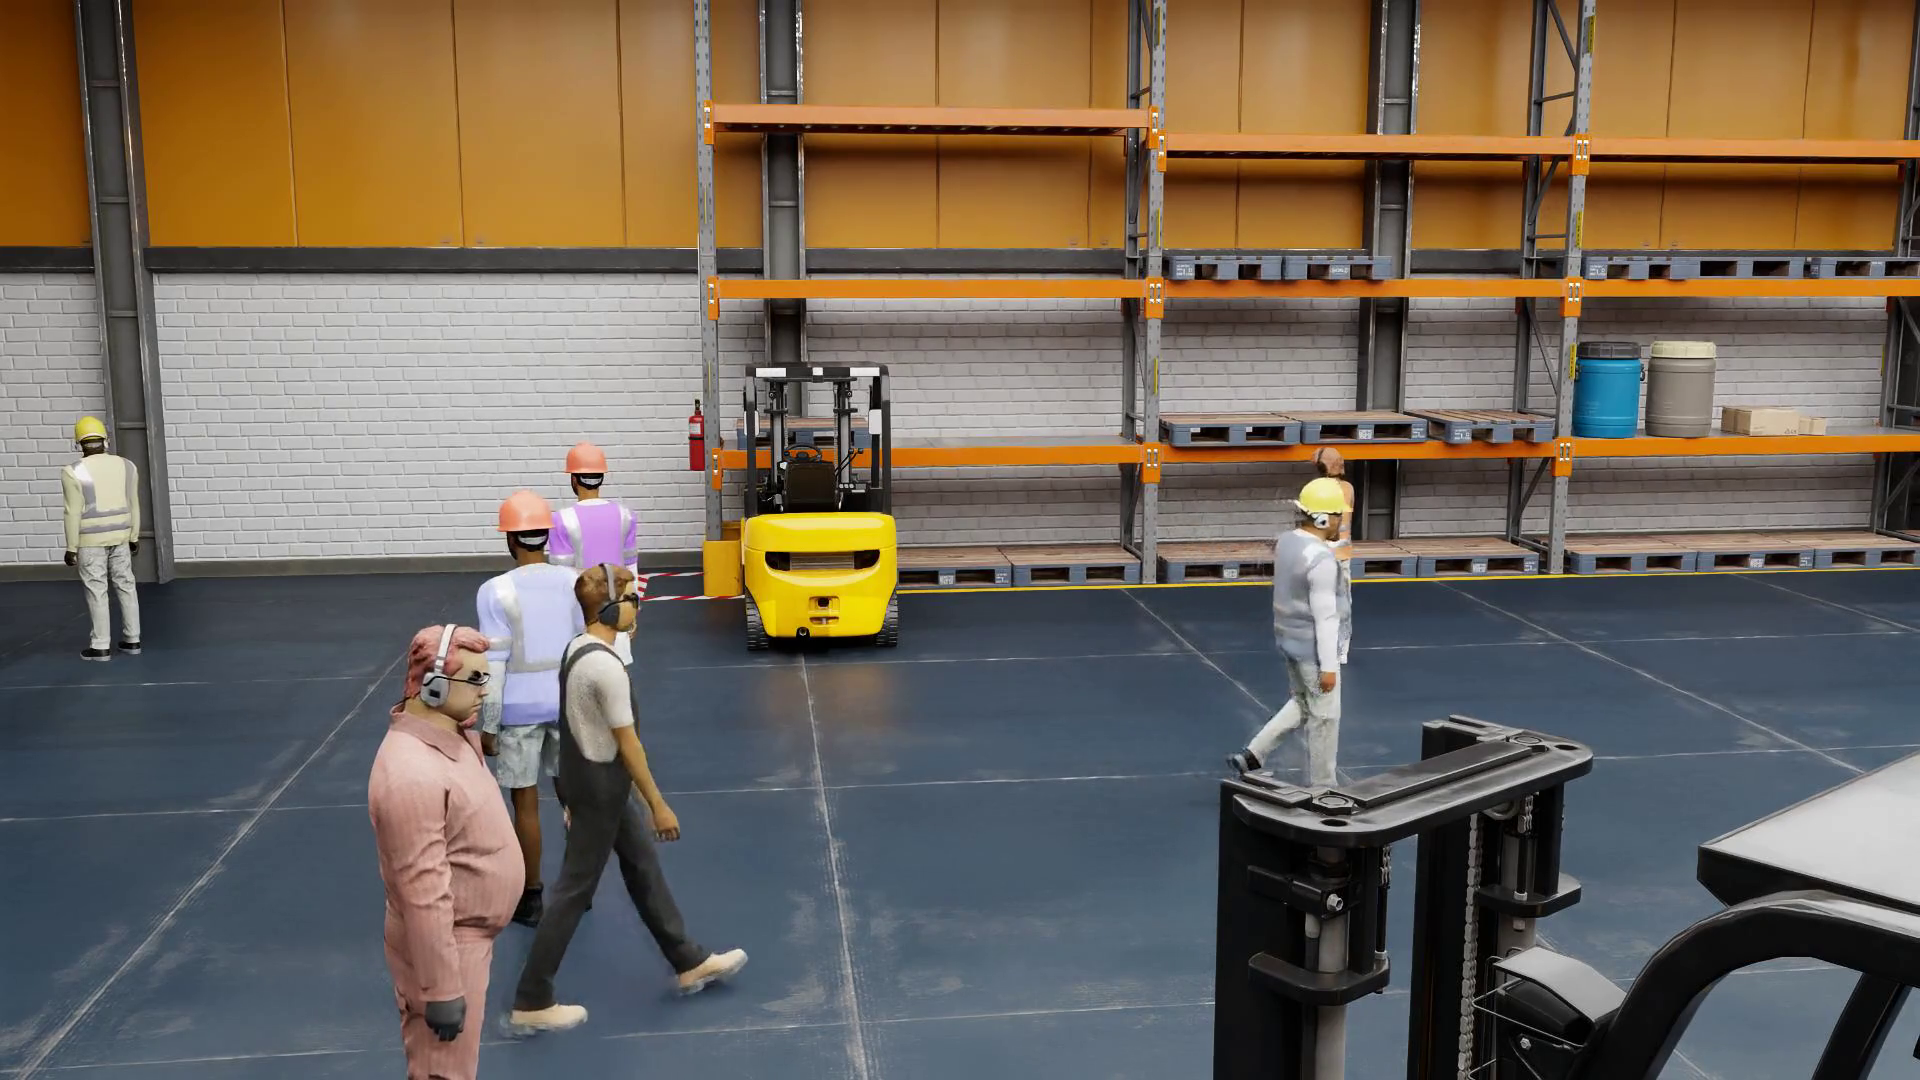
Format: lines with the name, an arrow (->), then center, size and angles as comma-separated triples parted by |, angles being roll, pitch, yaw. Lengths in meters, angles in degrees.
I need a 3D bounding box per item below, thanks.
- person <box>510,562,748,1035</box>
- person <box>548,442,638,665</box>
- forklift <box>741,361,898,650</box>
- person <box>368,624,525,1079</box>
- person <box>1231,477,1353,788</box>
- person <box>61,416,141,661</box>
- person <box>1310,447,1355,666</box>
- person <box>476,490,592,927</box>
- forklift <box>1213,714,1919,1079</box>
person -> -1.318, 0.976, 6.400 | 0.970, 1.794, 0.511 | -3, 10, -20
person -> -2.102, 0.408, 9.493 | 0.550, 1.935, 0.376 | -8, 12, -40
forklift -> -1.154, -0.340, 13.365 | 1.214, 2.155, 2.313 | -1, 9, -7
person -> -1.458, 1.178, 4.805 | 0.407, 1.902, 0.638 | -2, 9, -13
person -> 1.842, 0.565, 8.883 | 0.610, 1.818, 0.607 | -2, 9, -12
person -> -6.436, -0.011, 12.453 | 0.404, 1.825, 0.601 | 5, 10, 29
person -> 2.684, 0.139, 12.103 | 0.313, 1.639, 0.513 | 8, 12, 42
person -> -1.896, 0.742, 7.416 | 0.552, 1.933, 0.374 | -8, 12, -42
forklift -> 1.441, 1.425, 2.350 | 1.214, 2.155, 2.313 | -7, 12, -39
